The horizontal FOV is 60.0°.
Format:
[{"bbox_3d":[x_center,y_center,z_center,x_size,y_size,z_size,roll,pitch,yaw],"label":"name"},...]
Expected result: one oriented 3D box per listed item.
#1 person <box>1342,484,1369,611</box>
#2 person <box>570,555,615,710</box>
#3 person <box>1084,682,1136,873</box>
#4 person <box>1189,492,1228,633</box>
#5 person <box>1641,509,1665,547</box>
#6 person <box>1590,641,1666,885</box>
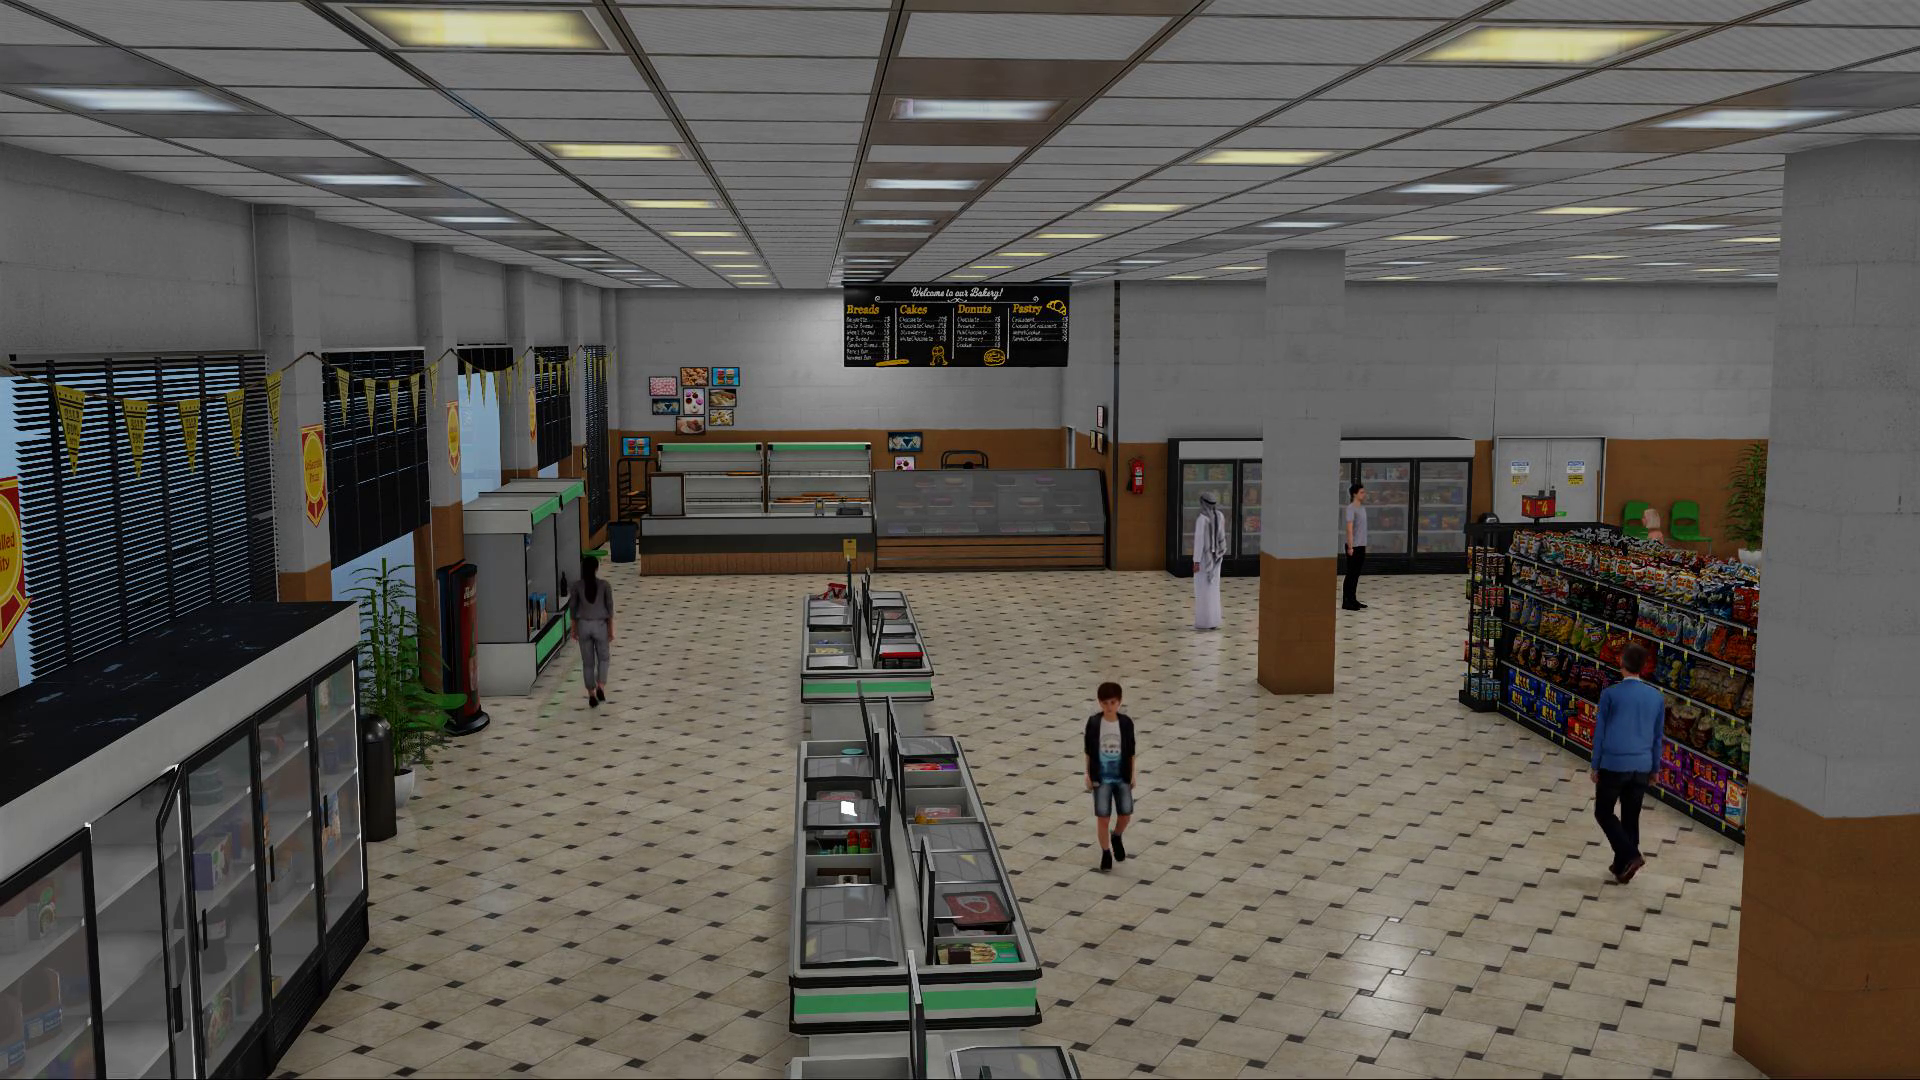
[{"bbox_3d":[5.891,0.095,24.794,0.796,1.862,0.709,5,8,35],"label":"person"},{"bbox_3d":[-3.991,1.013,18.021,0.625,1.665,0.576,-1,7,-6],"label":"person"},{"bbox_3d":[1.149,1.780,12.626,0.573,1.436,0.628,0,7,2],"label":"person"},{"bbox_3d":[3.414,0.293,22.892,0.847,1.927,0.798,7,10,44],"label":"person"},{"bbox_3d":[9.492,0.433,22.604,0.778,1.717,0.696,2,7,20],"label":"person"},{"bbox_3d":[4.879,1.655,12.123,0.678,1.805,0.904,0,7,-2],"label":"person"}]
